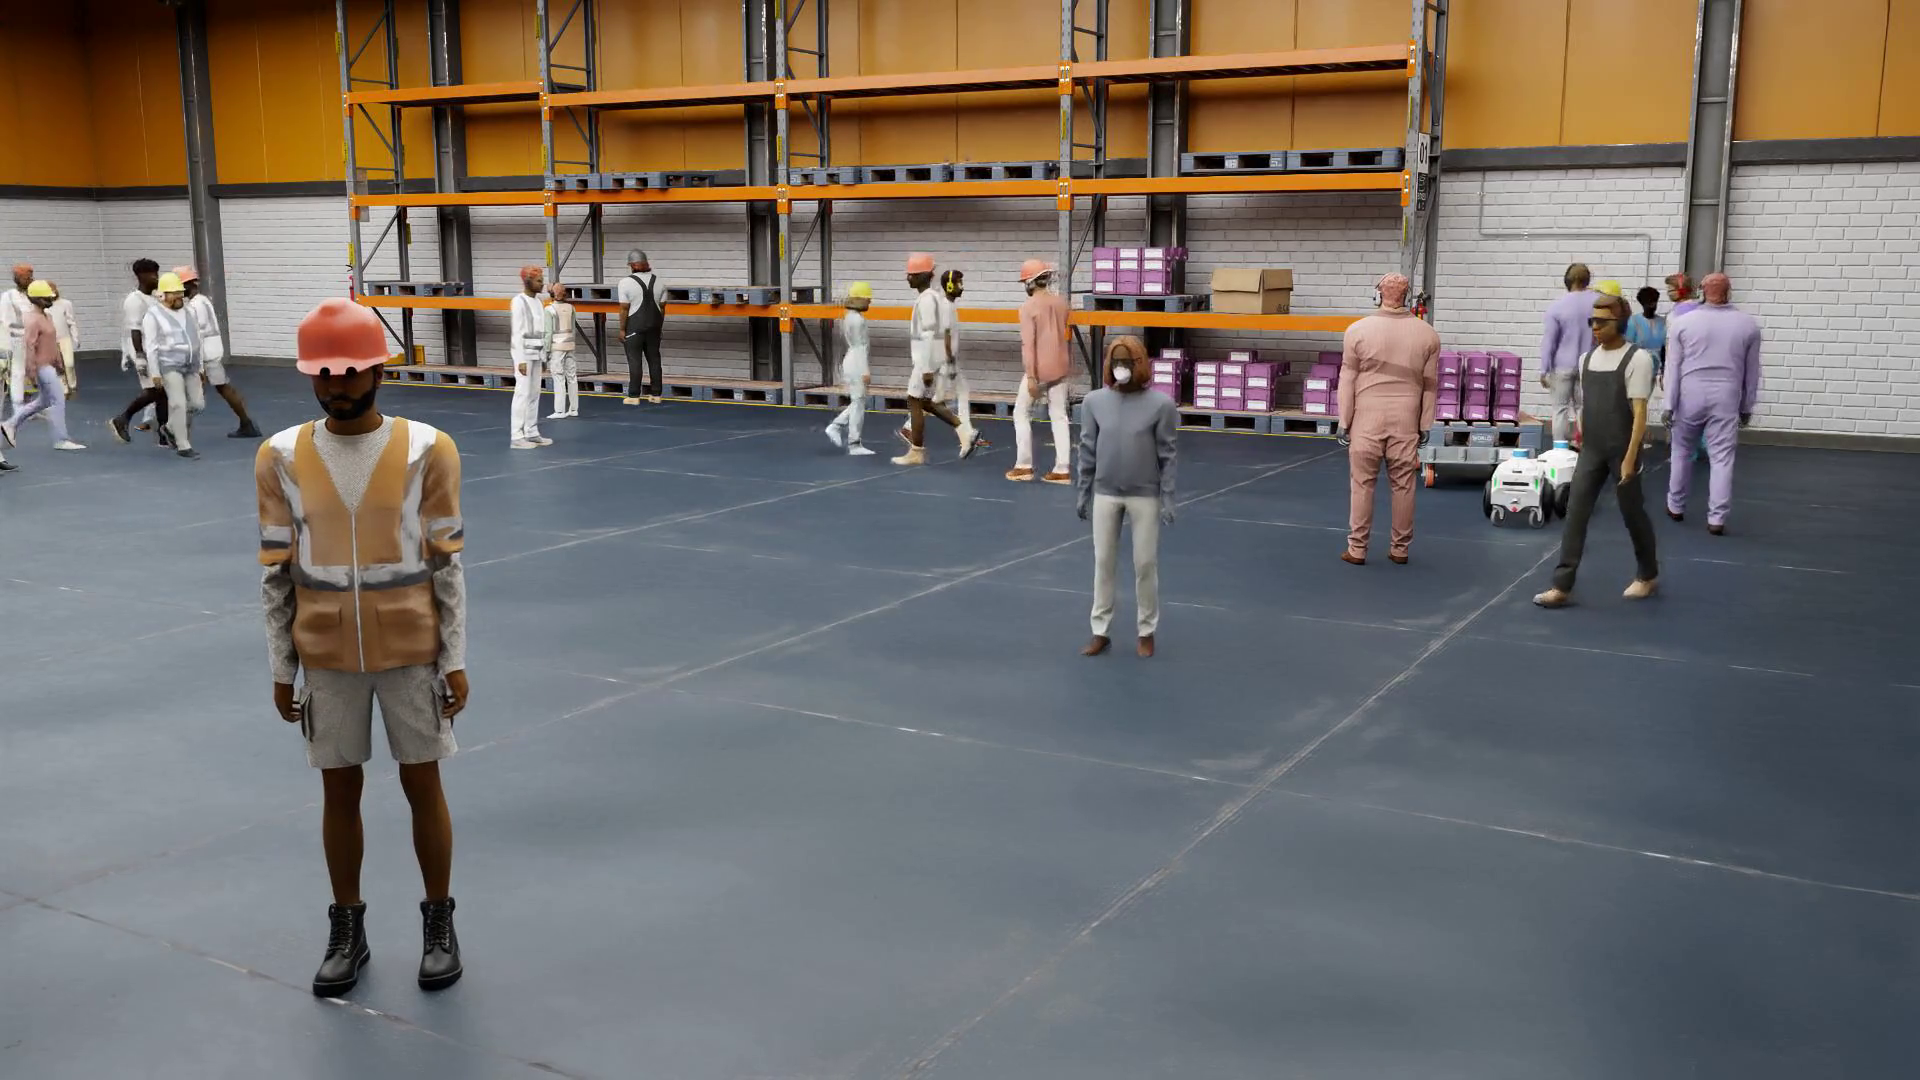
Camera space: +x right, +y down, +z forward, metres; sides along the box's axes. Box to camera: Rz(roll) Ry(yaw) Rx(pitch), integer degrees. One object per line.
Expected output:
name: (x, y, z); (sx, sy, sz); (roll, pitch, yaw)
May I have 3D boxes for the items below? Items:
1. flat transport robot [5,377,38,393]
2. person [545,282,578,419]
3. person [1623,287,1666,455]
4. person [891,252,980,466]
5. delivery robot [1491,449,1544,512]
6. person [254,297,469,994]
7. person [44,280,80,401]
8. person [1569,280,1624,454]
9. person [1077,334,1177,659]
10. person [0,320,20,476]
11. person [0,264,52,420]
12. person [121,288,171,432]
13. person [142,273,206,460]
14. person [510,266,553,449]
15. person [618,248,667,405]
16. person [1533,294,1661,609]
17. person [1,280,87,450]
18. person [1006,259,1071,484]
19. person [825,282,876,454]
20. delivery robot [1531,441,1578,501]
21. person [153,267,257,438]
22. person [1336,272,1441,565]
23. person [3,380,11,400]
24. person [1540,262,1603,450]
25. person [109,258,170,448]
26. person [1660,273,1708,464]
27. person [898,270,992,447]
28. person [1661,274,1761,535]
flat transport robot: (-13.311, -2.142, 23.132); (1.431, 0.197, 0.652); (-4, 11, -22)
person: (-4.801, -2.270, 19.979); (0.314, 1.642, 0.514); (6, 12, 30)
person: (6.833, -1.686, 16.601); (0.594, 1.658, 0.573); (-4, 11, -20)
person: (-0.245, -1.685, 15.596); (0.740, 2.019, 0.614); (1, 10, 7)
delivery robot: (4.160, -0.435, 12.398); (0.477, 0.478, 0.707); (4, 11, 21)
person: (-1.631, 0.308, 4.575); (0.542, 1.932, 0.382); (-2, 10, -10)
person: (-12.106, -2.669, 22.296); (0.526, 1.610, 0.364); (-4, 11, -21)
person: (6.129, -1.618, 15.975); (0.386, 1.748, 0.557); (-4, 11, -20)
person: (0.831, -0.214, 8.359); (0.507, 1.633, 0.267); (4, 11, 19)
person: (-8.802, -1.494, 15.042); (0.404, 1.829, 0.600); (-1, 10, -4)
person: (-11.052, -2.326, 19.714); (0.659, 1.849, 0.601); (4, 11, 23)
person: (-9.057, -1.978, 18.430); (0.507, 1.599, 0.785); (3, 10, 17)
person: (-7.652, -1.689, 16.193); (0.565, 1.811, 0.606); (5, 11, 26)
person: (-4.422, -1.874, 17.114); (0.377, 1.872, 0.587); (2, 10, 13)
person: (-4.220, -2.803, 21.868); (0.684, 2.000, 0.538); (-9, 13, -41)
person: (3.766, -0.513, 9.589); (0.959, 1.802, 0.526); (-6, 12, -32)
person: (-9.367, -1.767, 16.862); (0.755, 1.735, 0.520); (-3, 10, -14)
person: (0.697, -1.469, 14.568); (0.616, 1.953, 0.760); (-8, 13, -38)
person: (-1.049, -1.687, 16.471); (0.440, 1.724, 0.492); (-2, 10, -10)
delivery robot: (4.664, -0.530, 12.937); (0.707, 0.478, 0.477); (-8, 13, -38)
person: (-8.100, -1.988, 17.800); (1.014, 1.857, 0.598); (-4, 11, -23)
person: (2.767, -0.779, 10.827); (0.647, 1.901, 0.402); (0, 10, -3)
person: (-12.960, -2.746, 21.648); (0.908, 2.012, 0.623); (-5, 11, -25)
person: (5.636, -1.576, 15.237); (0.655, 1.925, 0.549); (-1, 10, -4)
person: (-8.306, -1.892, 16.951); (0.634, 1.953, 0.623); (-1, 10, -3)
person: (6.862, -1.606, 15.746); (0.613, 1.811, 0.435); (-9, 13, -41)
person: (-0.182, -1.860, 17.119); (0.924, 1.838, 0.539); (1, 10, 6)
person: (5.482, -1.006, 12.210); (0.657, 1.856, 0.976); (2, 10, 13)
